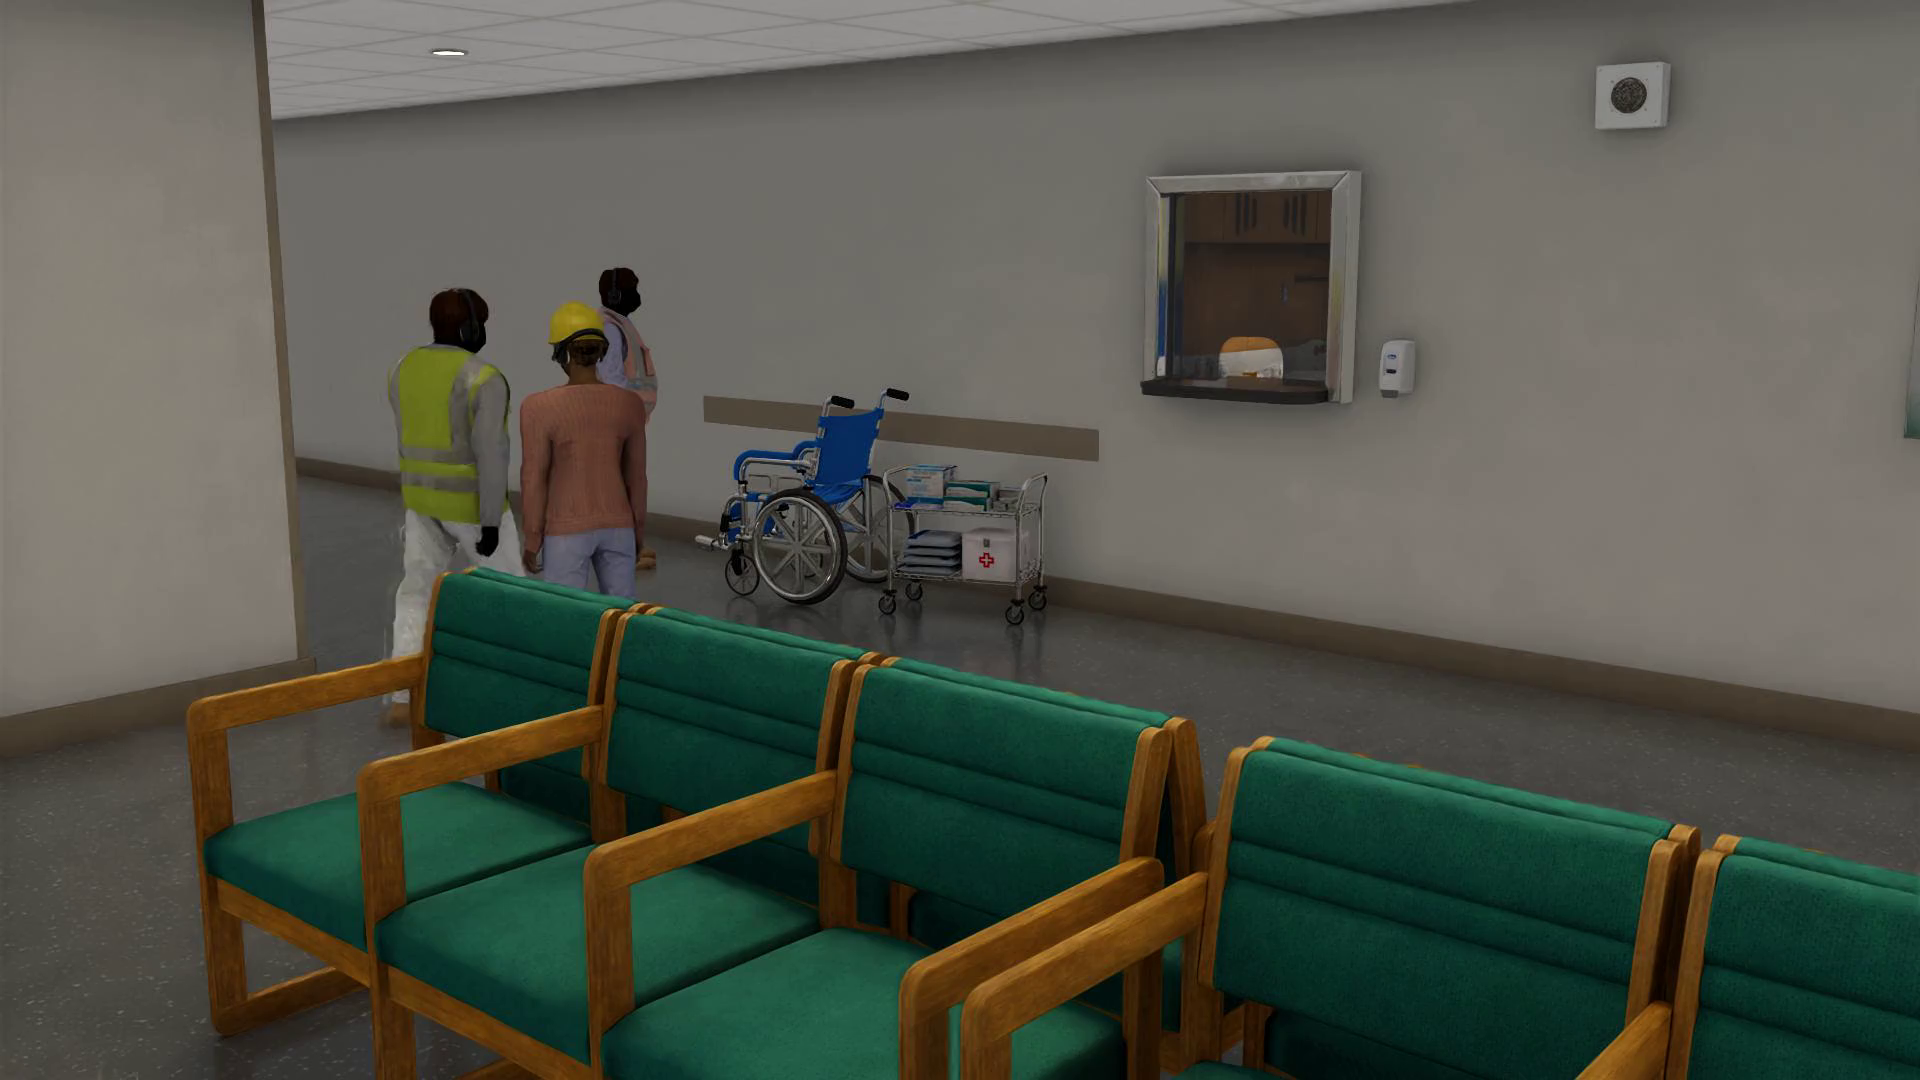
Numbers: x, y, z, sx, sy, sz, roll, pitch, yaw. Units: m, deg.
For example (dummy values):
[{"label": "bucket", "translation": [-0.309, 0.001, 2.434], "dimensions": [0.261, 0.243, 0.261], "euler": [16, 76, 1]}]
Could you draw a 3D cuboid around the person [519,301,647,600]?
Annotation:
[{"label": "person", "translation": [-1.444, -0.032, 6.410], "dimensions": [0.518, 1.757, 0.336], "euler": [-8, 13, -40]}]

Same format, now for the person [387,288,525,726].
[{"label": "person", "translation": [-2.078, -0.162, 7.042], "dimensions": [0.622, 1.790, 0.960], "euler": [5, 11, 24]}]

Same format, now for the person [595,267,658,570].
[{"label": "person", "translation": [-2.065, -0.744, 10.220], "dimensions": [0.429, 1.844, 0.626], "euler": [-2, 10, -9]}]
